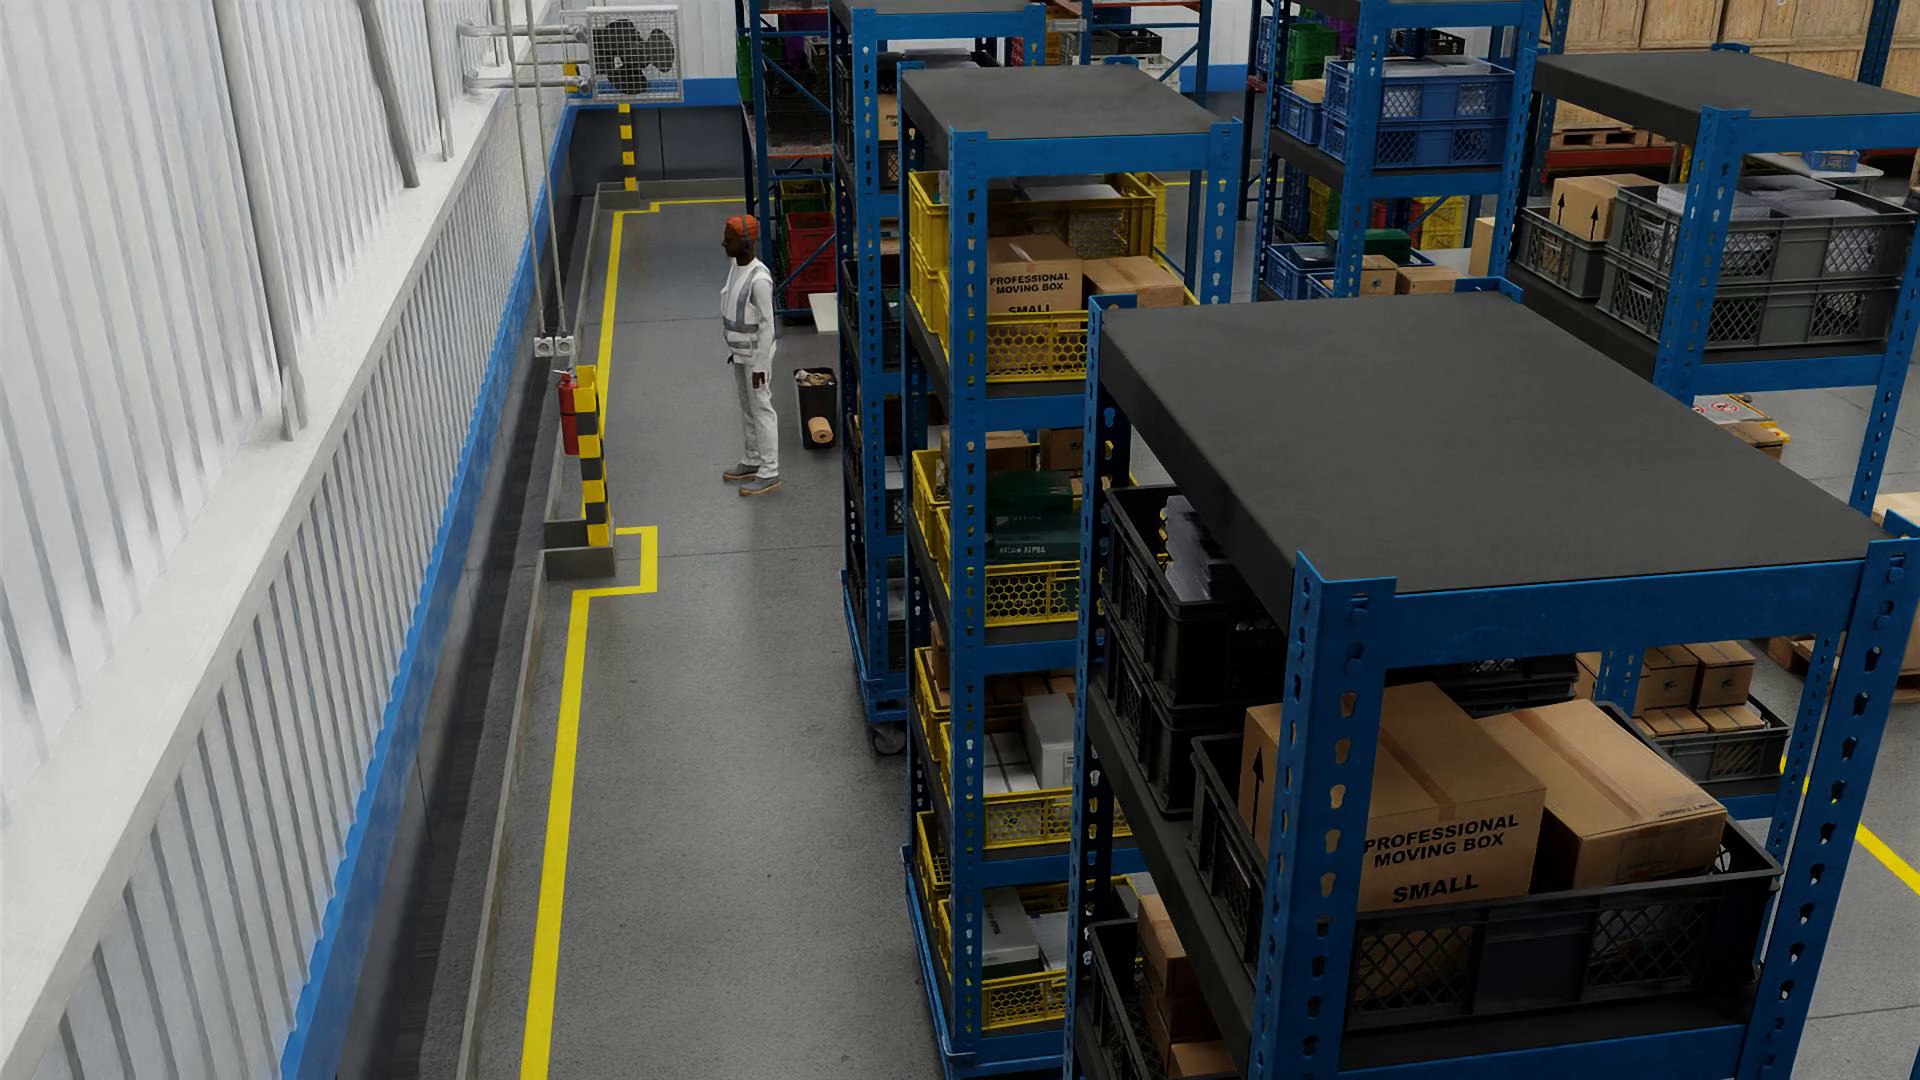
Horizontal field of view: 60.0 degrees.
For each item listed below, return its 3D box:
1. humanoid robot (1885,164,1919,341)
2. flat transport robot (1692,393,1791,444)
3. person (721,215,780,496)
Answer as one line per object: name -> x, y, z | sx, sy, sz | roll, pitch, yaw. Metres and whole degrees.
humanoid robot -> 7.683, -2.236, 13.477 | 0.589, 1.667, 0.341 | -19, 31, -36
flat transport robot -> 5.224, -0.859, 12.132 | 1.431, 0.197, 0.652 | -4, 25, -8
person -> -1.403, -1.226, 11.033 | 0.356, 1.882, 0.573 | -12, 27, -24
